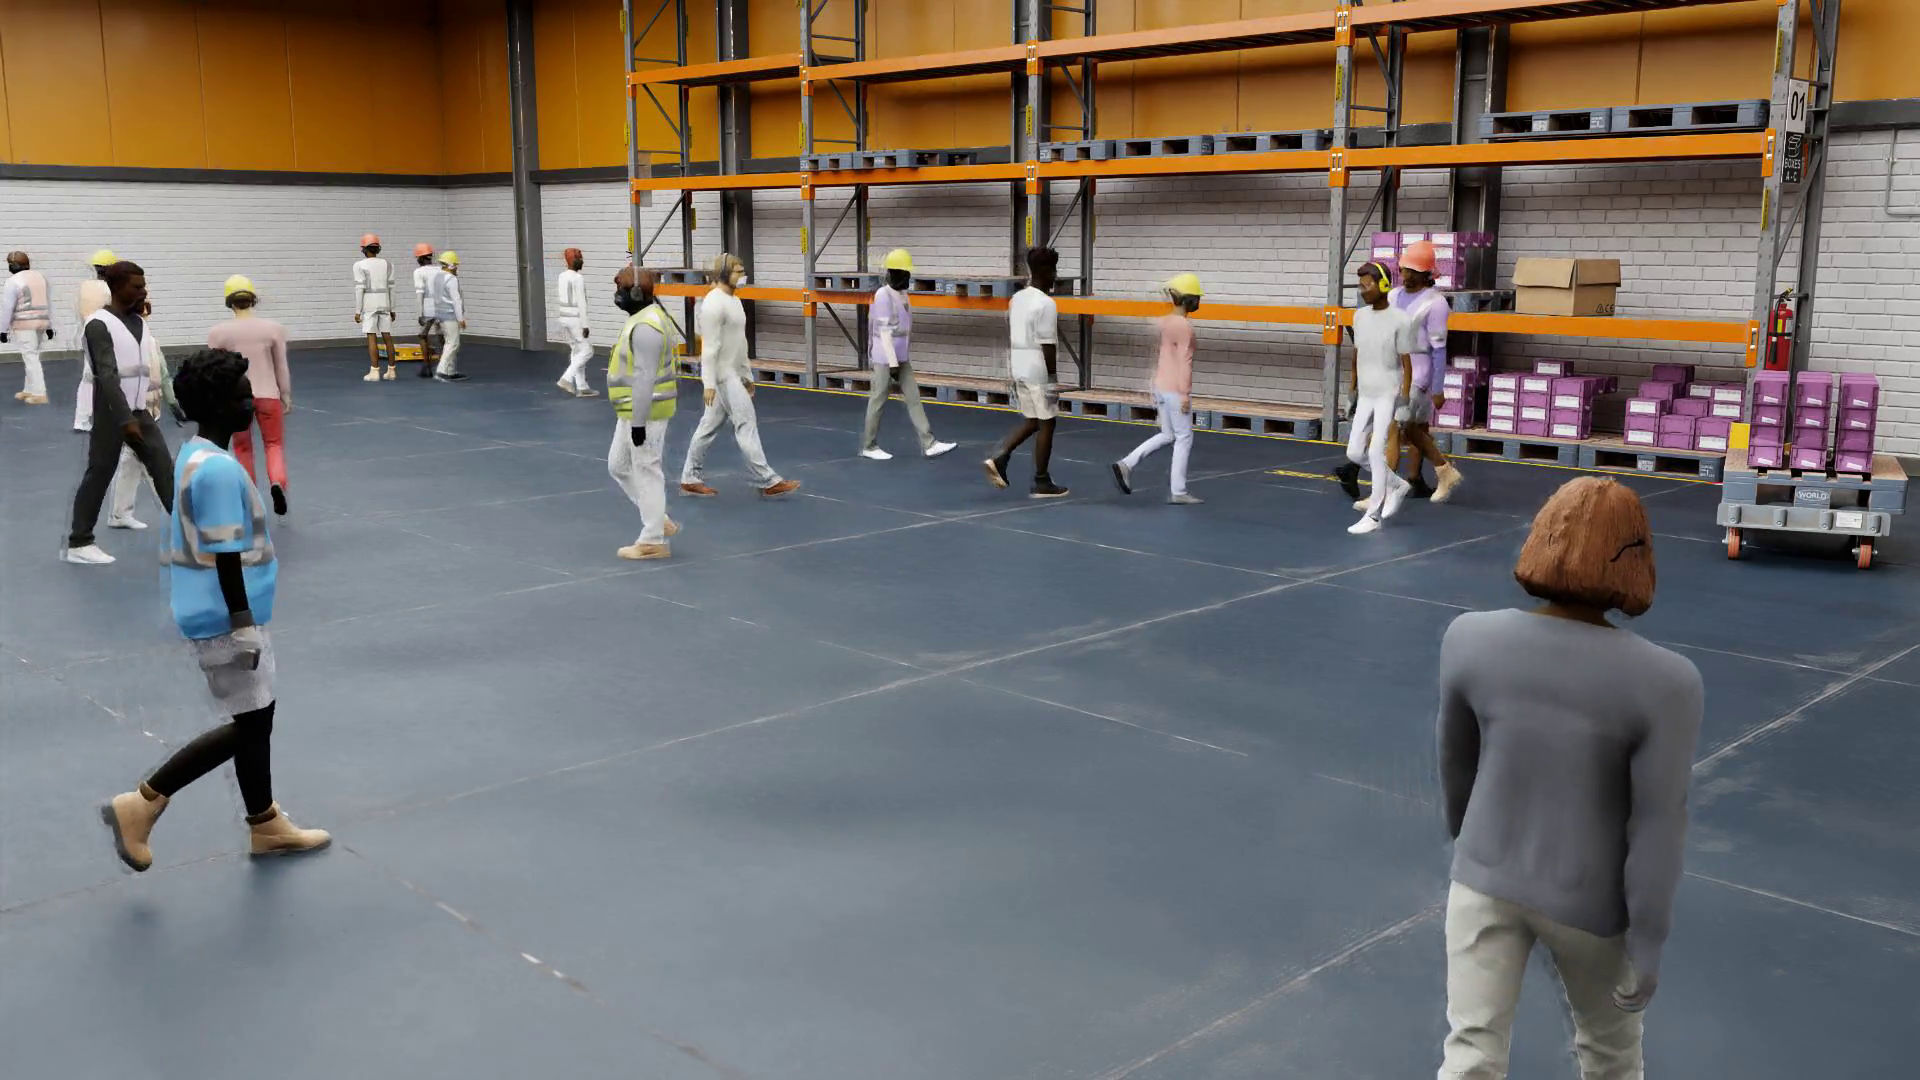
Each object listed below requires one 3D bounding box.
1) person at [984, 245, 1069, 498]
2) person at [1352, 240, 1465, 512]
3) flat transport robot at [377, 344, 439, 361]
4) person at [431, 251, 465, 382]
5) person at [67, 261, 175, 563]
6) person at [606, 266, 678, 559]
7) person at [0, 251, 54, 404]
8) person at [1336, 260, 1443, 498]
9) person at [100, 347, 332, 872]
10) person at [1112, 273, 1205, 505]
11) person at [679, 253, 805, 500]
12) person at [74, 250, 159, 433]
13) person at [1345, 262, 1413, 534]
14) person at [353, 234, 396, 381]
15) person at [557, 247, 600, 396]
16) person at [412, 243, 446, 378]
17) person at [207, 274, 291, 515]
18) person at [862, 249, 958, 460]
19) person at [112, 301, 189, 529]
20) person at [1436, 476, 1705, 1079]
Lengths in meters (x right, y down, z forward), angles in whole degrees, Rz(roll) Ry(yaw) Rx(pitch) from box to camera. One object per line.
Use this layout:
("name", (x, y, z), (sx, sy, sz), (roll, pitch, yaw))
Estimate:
("person", (0.542, -1.281, 12.777), (0.572, 1.946, 0.618), (-5, 11, -25))
("person", (3.383, -1.200, 12.247), (0.952, 1.990, 0.641), (-4, 11, -19))
("flat transport robot", (-9.056, -3.071, 27.120), (0.652, 0.197, 1.431), (-7, 13, -35))
("person", (-7.140, -3.098, 23.142), (0.500, 1.803, 0.620), (-9, 14, -40))
("person", (-5.095, -0.770, 10.240), (1.019, 1.863, 0.612), (1, 10, 5))
("person", (-1.991, -0.782, 10.374), (0.448, 1.832, 0.651), (-2, 11, -13))
("person", (-11.328, -2.547, 20.005), (0.684, 1.824, 0.660), (2, 11, 10))
("person", (3.330, -1.226, 12.627), (0.820, 1.907, 0.568), (-4, 11, -22))
("person", (-2.359, 0.238, 5.203), (0.594, 1.681, 0.543), (-5, 12, -25))
("person", (1.527, -1.124, 12.491), (0.617, 1.748, 0.522), (-2, 11, -11))
("person", (-1.728, -1.238, 12.714), (1.015, 1.883, 0.651), (1, 10, 5))
("person", (-8.861, -2.058, 17.239), (0.606, 1.872, 1.009), (2, 11, 13))
("person", (2.886, -0.967, 11.349), (0.542, 1.848, 0.542), (-7, 12, -32))
("person", (-8.161, -3.233, 23.171), (0.393, 2.041, 0.614), (9, 13, 39))
("person", (-4.798, -2.709, 20.774), (0.573, 1.872, 0.612), (-8, 13, -39))
("person", (-7.505, -3.229, 23.536), (0.797, 1.896, 0.595), (9, 14, 41))
("person", (-5.009, -1.001, 11.769), (0.527, 1.749, 0.571), (-6, 12, -28))
("person", (-0.494, -1.635, 14.865), (0.939, 1.880, 0.618), (4, 11, 23))
("person", (-5.502, -0.839, 11.328), (0.836, 1.600, 0.518), (1, 10, 5))
("person", (1.150, 0.663, 3.183), (0.507, 1.580, 0.879), (8, 13, 37))
